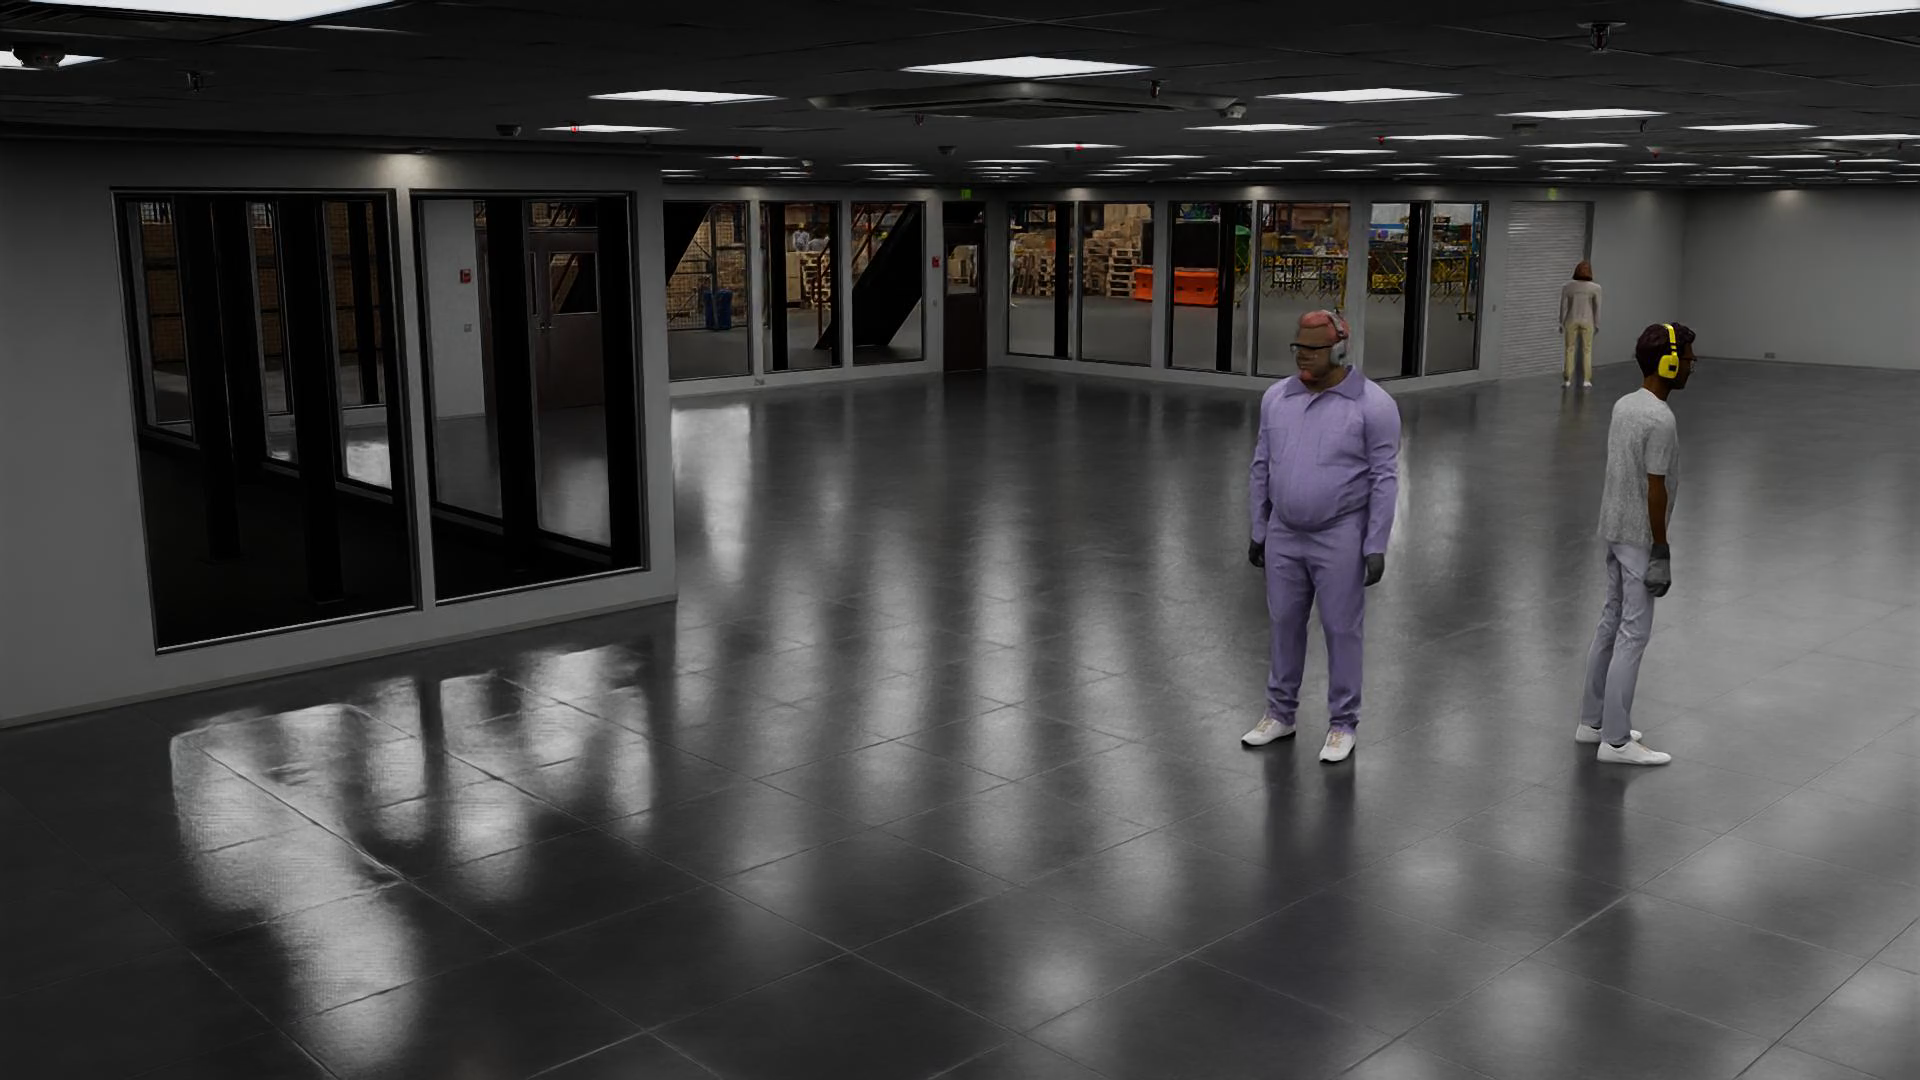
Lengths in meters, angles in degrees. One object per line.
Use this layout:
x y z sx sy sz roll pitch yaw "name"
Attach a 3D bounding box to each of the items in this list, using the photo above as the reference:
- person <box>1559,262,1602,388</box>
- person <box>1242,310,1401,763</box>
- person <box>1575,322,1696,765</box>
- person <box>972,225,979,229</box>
8.077 -2.803 21.692 0.502 1.632 0.279 4 12 20 "person"
1.500 -0.012 7.035 0.648 1.904 0.401 9 15 39 "person"
2.868 0.017 7.024 0.327 1.861 0.507 0 11 1 "person"
0.484 -8.458 49.274 0.357 1.937 0.551 10 15 42 "person"
